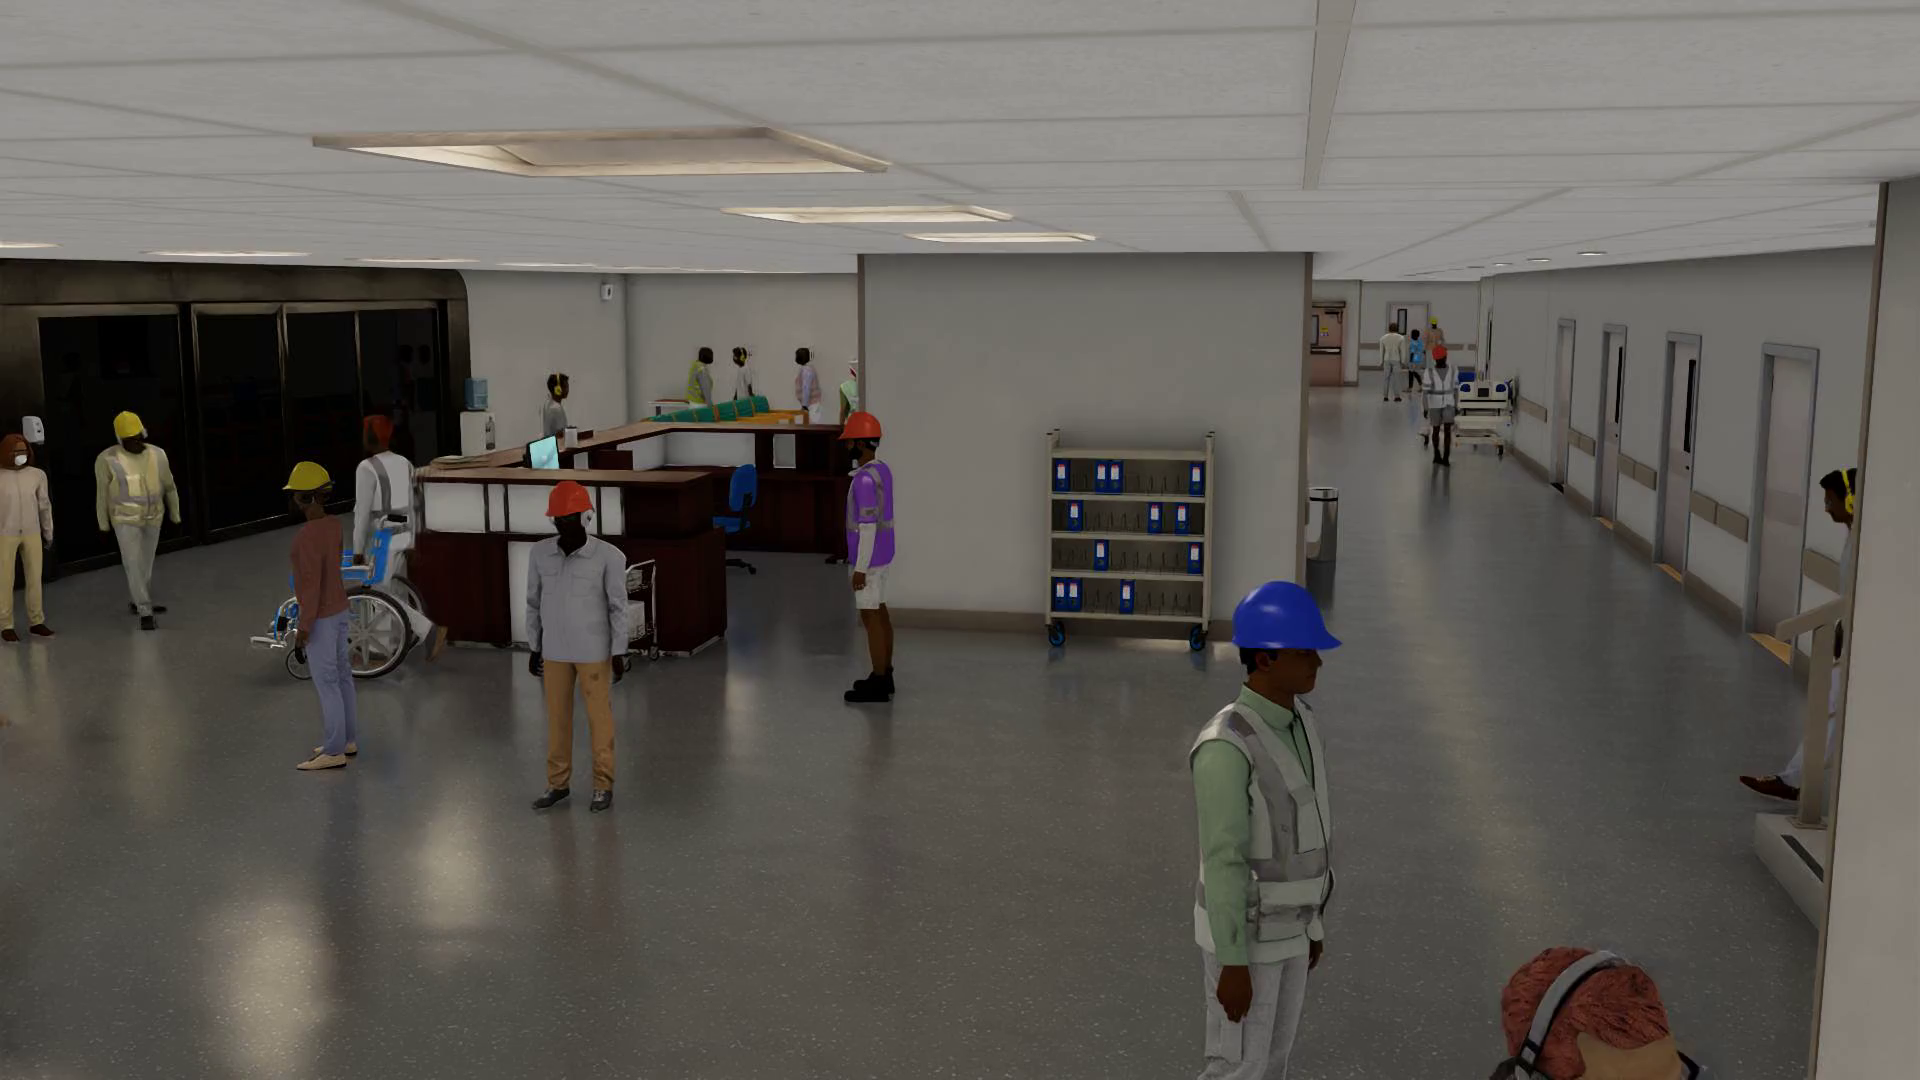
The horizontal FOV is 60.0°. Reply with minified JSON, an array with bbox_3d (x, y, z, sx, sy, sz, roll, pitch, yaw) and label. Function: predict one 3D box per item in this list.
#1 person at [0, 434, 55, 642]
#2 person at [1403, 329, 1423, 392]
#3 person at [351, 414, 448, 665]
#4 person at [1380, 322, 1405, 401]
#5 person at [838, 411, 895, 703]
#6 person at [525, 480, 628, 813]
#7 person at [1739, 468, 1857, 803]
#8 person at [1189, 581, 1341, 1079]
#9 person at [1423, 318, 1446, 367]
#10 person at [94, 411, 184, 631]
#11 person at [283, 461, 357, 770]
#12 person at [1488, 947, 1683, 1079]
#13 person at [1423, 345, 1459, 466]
[{"bbox_3d":[-7.361,-0.023,13.020,0.286,1.627,0.505,6,11,36],"label":"person"},{"bbox_3d":[12.087,-4.760,44.235,0.443,1.700,0.554,7,11,38],"label":"person"},{"bbox_3d":[-4.086,0.016,11.961,0.743,1.856,0.586,2,9,12],"label":"person"},{"bbox_3d":[10.597,-4.362,40.767,0.627,1.940,0.370,5,10,28],"label":"person"},{"bbox_3d":[-0.627,0.114,11.066,0.376,1.935,0.550,2,9,11],"label":"person"},{"bbox_3d":[-2.021,0.558,8.723,0.561,1.753,0.332,2,9,13],"label":"person"},{"bbox_3d":[4.645,0.530,8.712,0.966,1.810,0.648,5,10,32],"label":"person"},{"bbox_3d":[0.845,1.076,4.639,0.380,1.951,0.605,5,10,31],"label":"person"},{"bbox_3d":[14.659,-5.909,51.250,0.629,1.864,1.013,-3,9,-20],"label":"person"},{"bbox_3d":[-6.713,-0.178,13.621,0.878,1.773,0.639,6,10,33],"label":"person"},{"bbox_3d":[-3.674,0.431,9.529,0.316,1.769,0.523,0,9,-2],"label":"person"},{"bbox_3d":[0.843,1.458,2.340,0.398,1.890,0.686,4,9,25],"label":"person"},{"bbox_3d":[7.496,-2.089,25.877,0.594,1.872,0.898,1,9,8],"label":"person"}]
